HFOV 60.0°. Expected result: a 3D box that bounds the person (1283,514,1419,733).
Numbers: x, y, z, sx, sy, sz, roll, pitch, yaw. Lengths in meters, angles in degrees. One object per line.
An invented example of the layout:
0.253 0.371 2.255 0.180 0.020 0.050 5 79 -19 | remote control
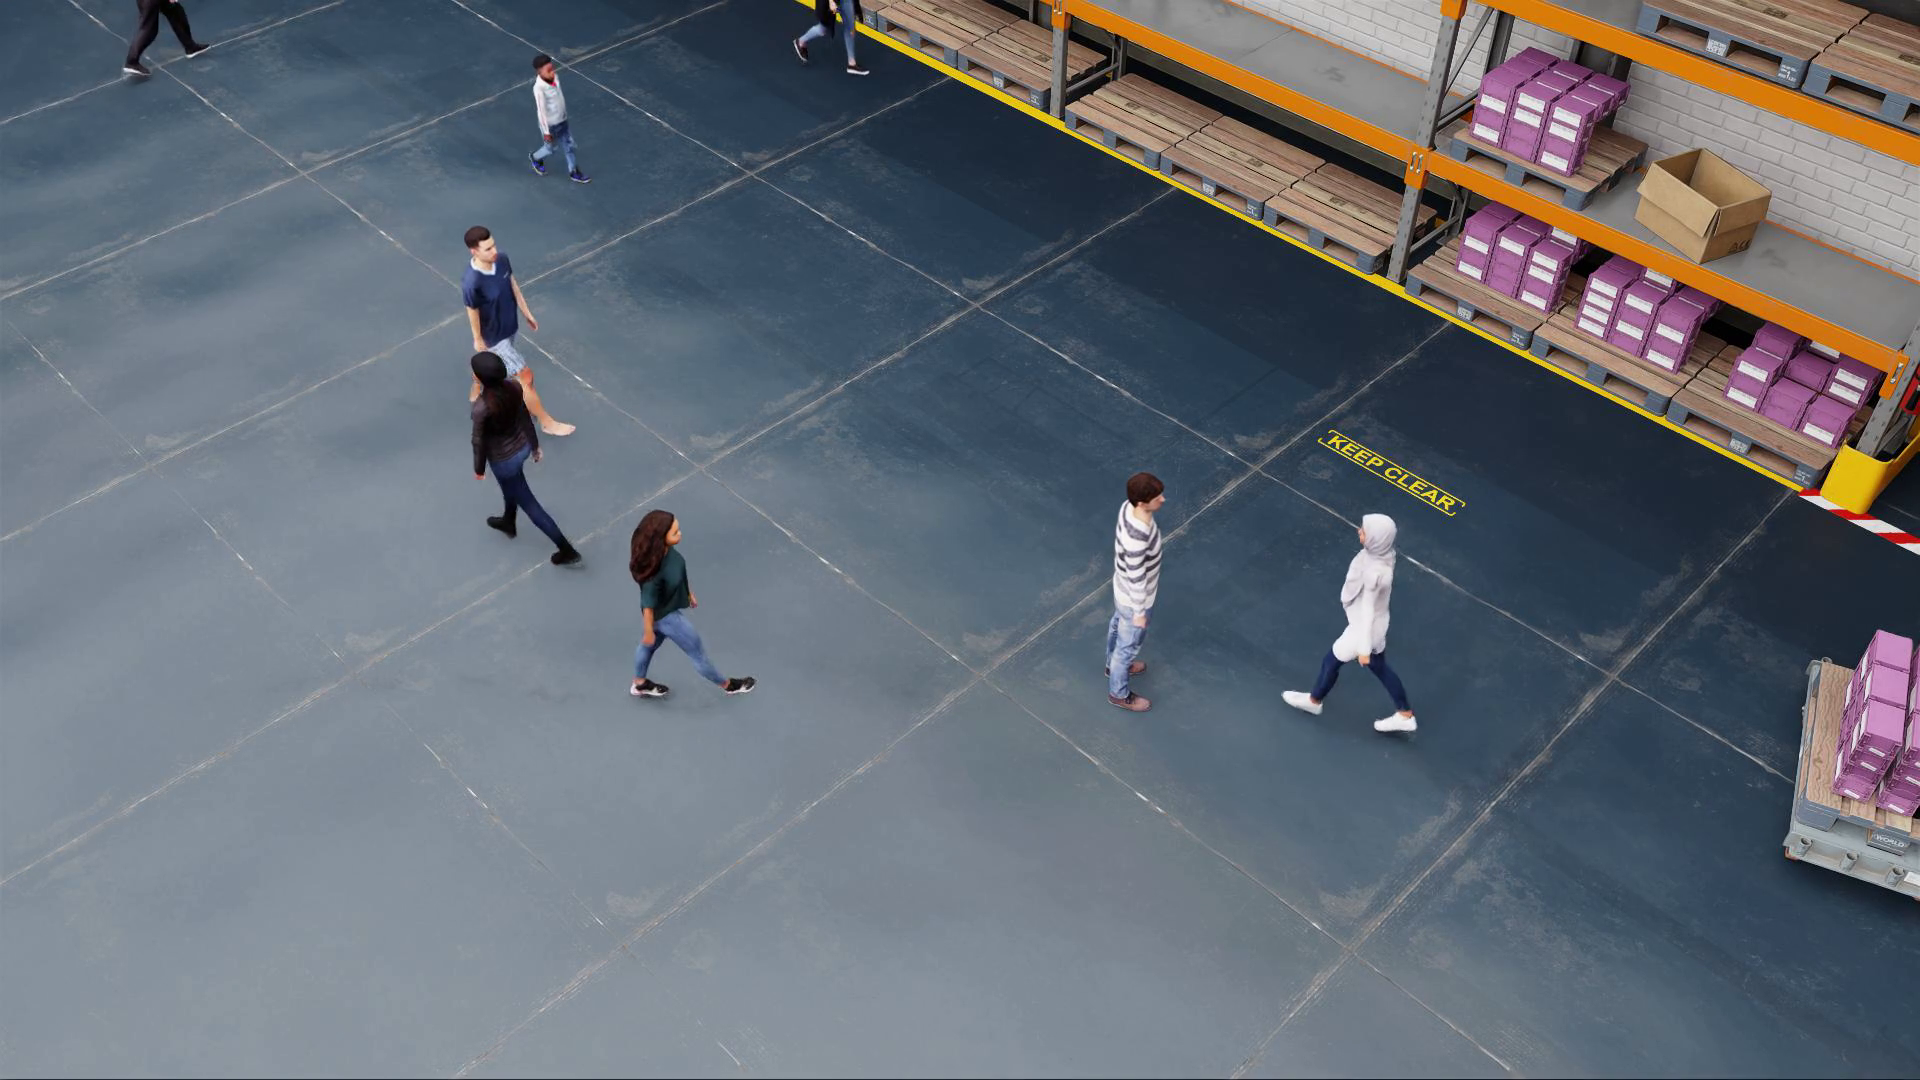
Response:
2.585 0.572 10.259 1.190 1.735 0.915 15 46 16 | person

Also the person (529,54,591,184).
-3.776 -3.879 15.286 0.885 1.245 0.643 19 47 19 | person

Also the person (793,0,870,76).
-1.339 -5.455 16.643 1.126 1.655 0.799 22 48 21 | person

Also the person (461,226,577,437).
-3.536 -1.592 12.489 1.272 1.792 0.996 13 45 13 | person

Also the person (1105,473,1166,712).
1.086 0.301 10.457 0.767 1.854 0.714 1 44 1 | person

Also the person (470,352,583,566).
-3.012 -0.514 11.417 1.211 1.709 0.894 17 46 17 | person

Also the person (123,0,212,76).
-8.207 -5.467 16.618 0.667 1.707 1.093 -33 52 -30 | person

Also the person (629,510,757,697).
-1.952 0.448 10.506 1.098 1.573 1.053 0 44 0 | person
